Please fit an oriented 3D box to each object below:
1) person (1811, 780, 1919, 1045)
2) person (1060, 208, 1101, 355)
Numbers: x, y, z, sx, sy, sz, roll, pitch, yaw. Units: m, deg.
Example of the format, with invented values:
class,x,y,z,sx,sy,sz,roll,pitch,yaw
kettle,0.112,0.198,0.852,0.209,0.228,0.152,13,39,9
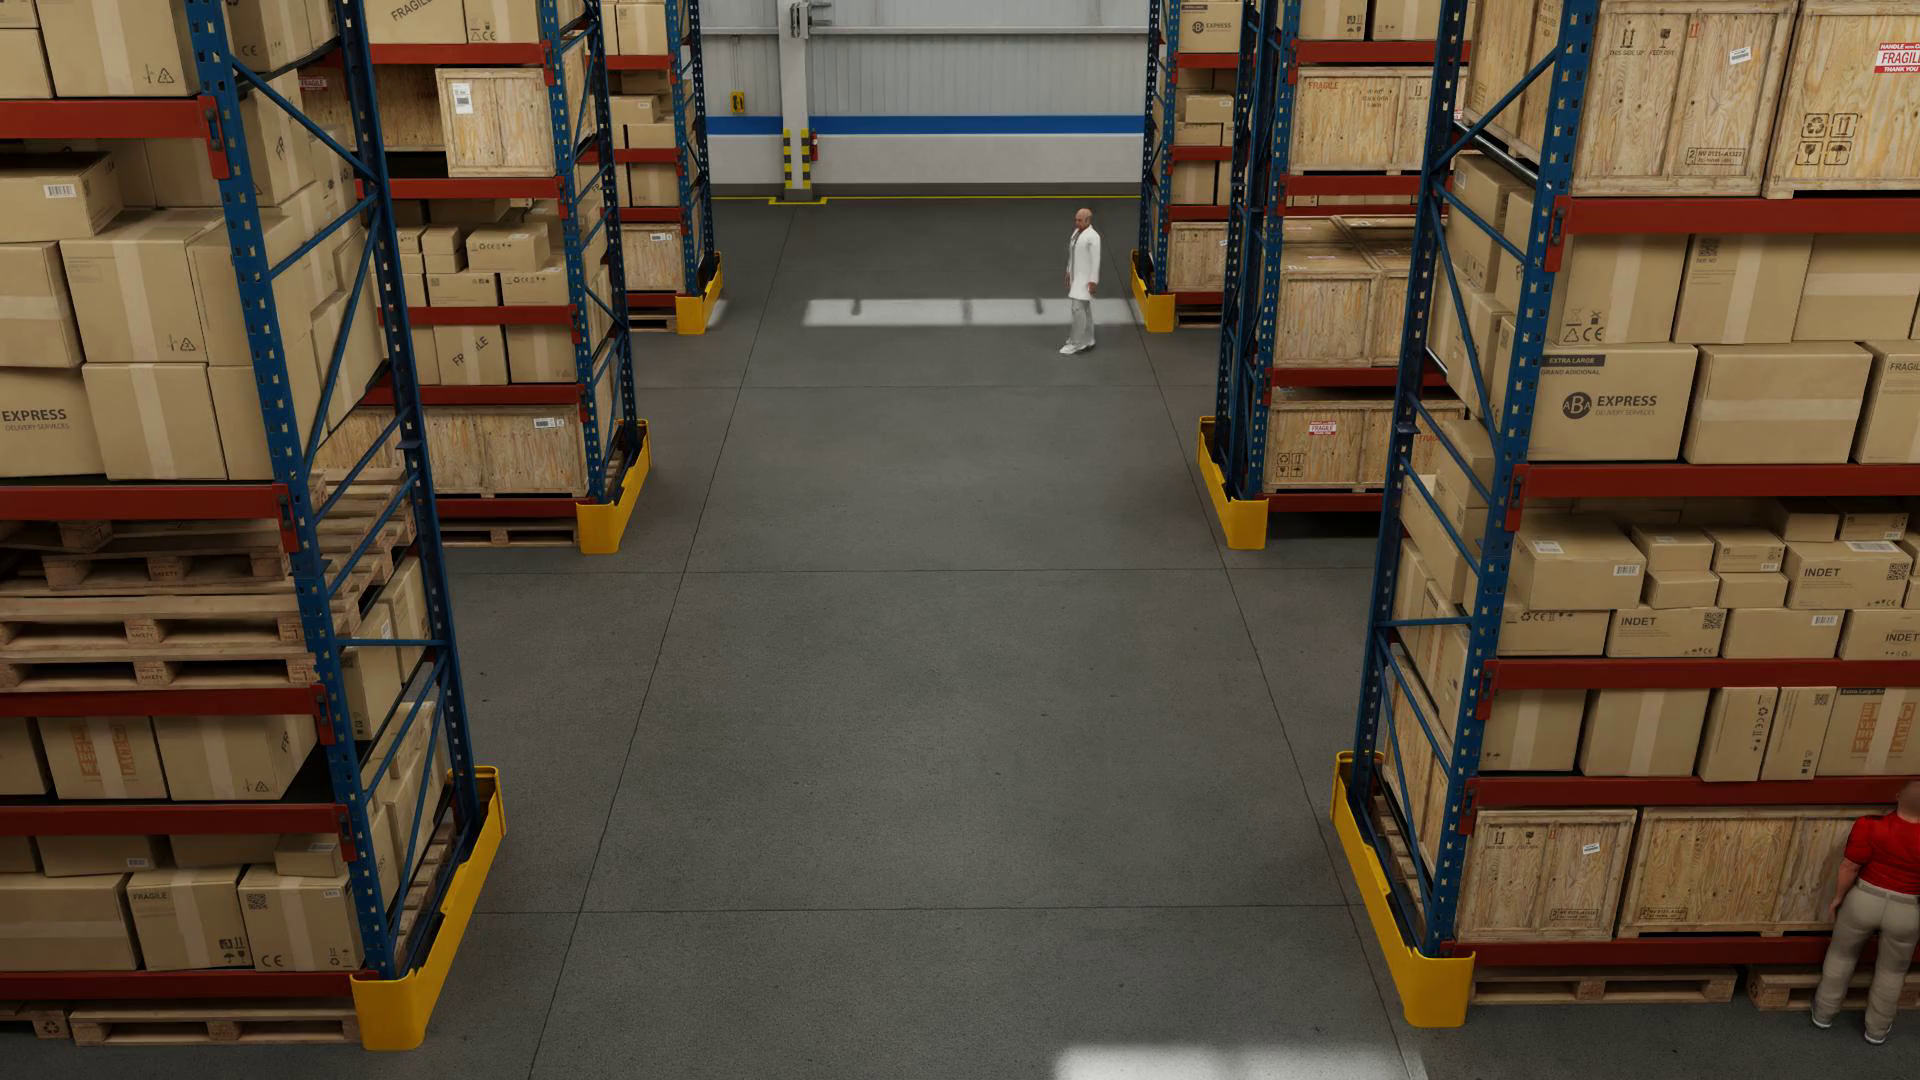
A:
class,x,y,z,sx,sy,sz,roll,pitch,yaw
person,5.258,2.080,9.472,0.529,1.726,0.390,14,29,28
person,1.470,-3.260,20.813,0.557,1.796,0.609,-7,26,-15
